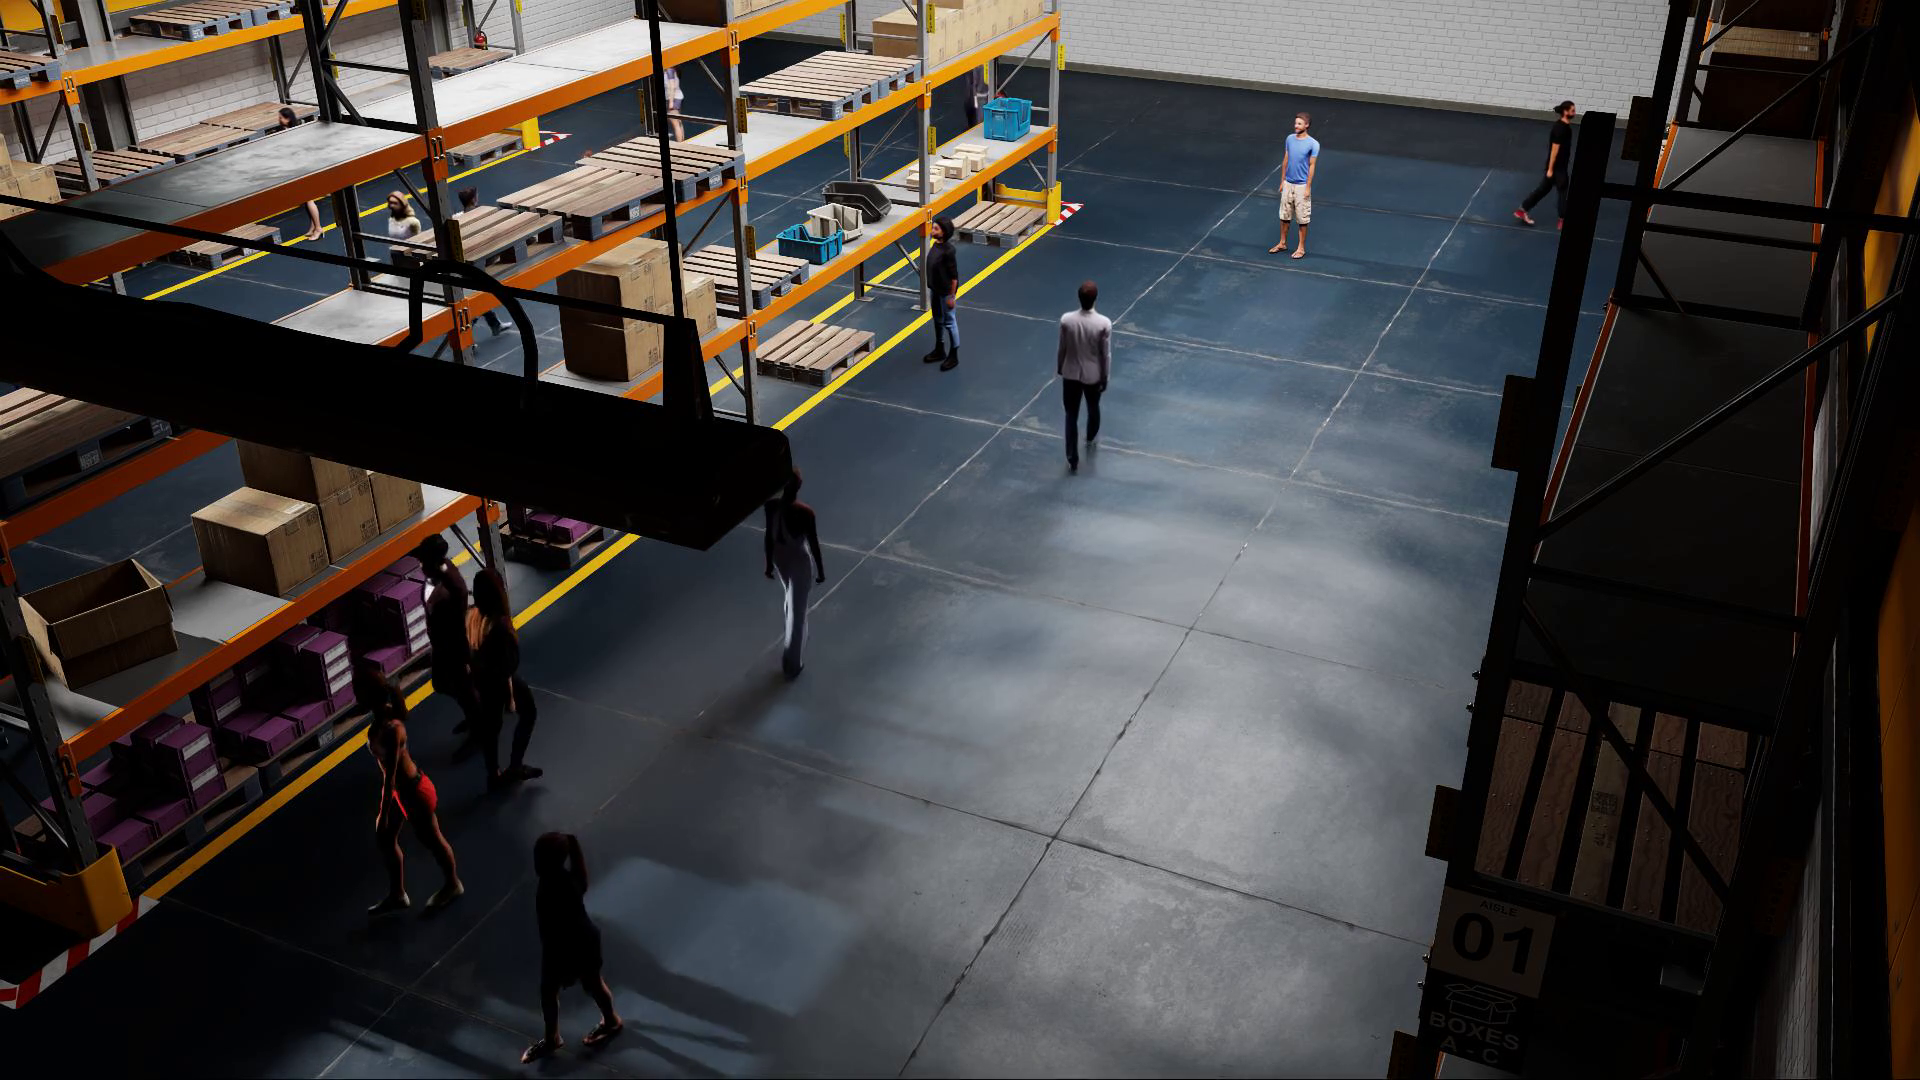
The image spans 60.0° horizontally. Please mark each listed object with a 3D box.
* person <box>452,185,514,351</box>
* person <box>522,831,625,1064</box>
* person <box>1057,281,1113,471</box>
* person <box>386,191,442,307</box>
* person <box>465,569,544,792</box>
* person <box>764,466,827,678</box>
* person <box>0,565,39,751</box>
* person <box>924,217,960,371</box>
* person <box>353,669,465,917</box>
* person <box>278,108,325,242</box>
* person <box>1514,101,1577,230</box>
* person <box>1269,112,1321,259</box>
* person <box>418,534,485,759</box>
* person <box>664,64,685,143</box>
[{"bbox_3d":[-5.502,-3.010,18.690,0.788,1.819,1.214,16,32,27],"label":"person"},{"bbox_3d":[-2.116,2.236,9.373,0.675,1.533,0.879,22,36,35],"label":"person"},{"bbox_3d":[1.164,-1.547,16.024,0.950,1.804,1.251,2,29,4],"label":"person"},{"bbox_3d":[-6.283,-3.201,19.156,0.629,1.709,0.846,13,31,23],"label":"person"},{"bbox_3d":[-3.268,1.017,11.435,0.698,1.697,0.717,25,38,38],"label":"person"},{"bbox_3d":[-1.328,0.277,12.716,0.617,1.771,0.685,14,32,24],"label":"person"},{"bbox_3d":[-6.888,0.733,11.840,0.897,1.809,0.963,1,29,2],"label":"person"},{"bbox_3d":[-0.181,-2.727,18.295,0.677,1.701,0.660,-20,34,-32],"label":"person"},{"bbox_3d":[-3.361,1.556,10.377,0.954,1.765,0.844,-21,35,-33],"label":"person"},{"bbox_3d":[-8.796,-4.875,22.163,0.819,1.769,0.783,-15,32,-26],"label":"person"},{"bbox_3d":[8.009,-5.077,22.577,0.767,1.726,1.079,10,30,17],"label":"person"},{"bbox_3d":[4.387,-4.634,21.621,0.704,1.864,0.661,22,36,35],"label":"person"},{"bbox_3d":[-3.571,0.720,11.824,0.842,1.847,0.842,-14,32,-24],"label":"person"},{"bbox_3d":[-4.439,-6.850,25.849,0.727,1.706,0.596,1,29,2],"label":"person"}]
